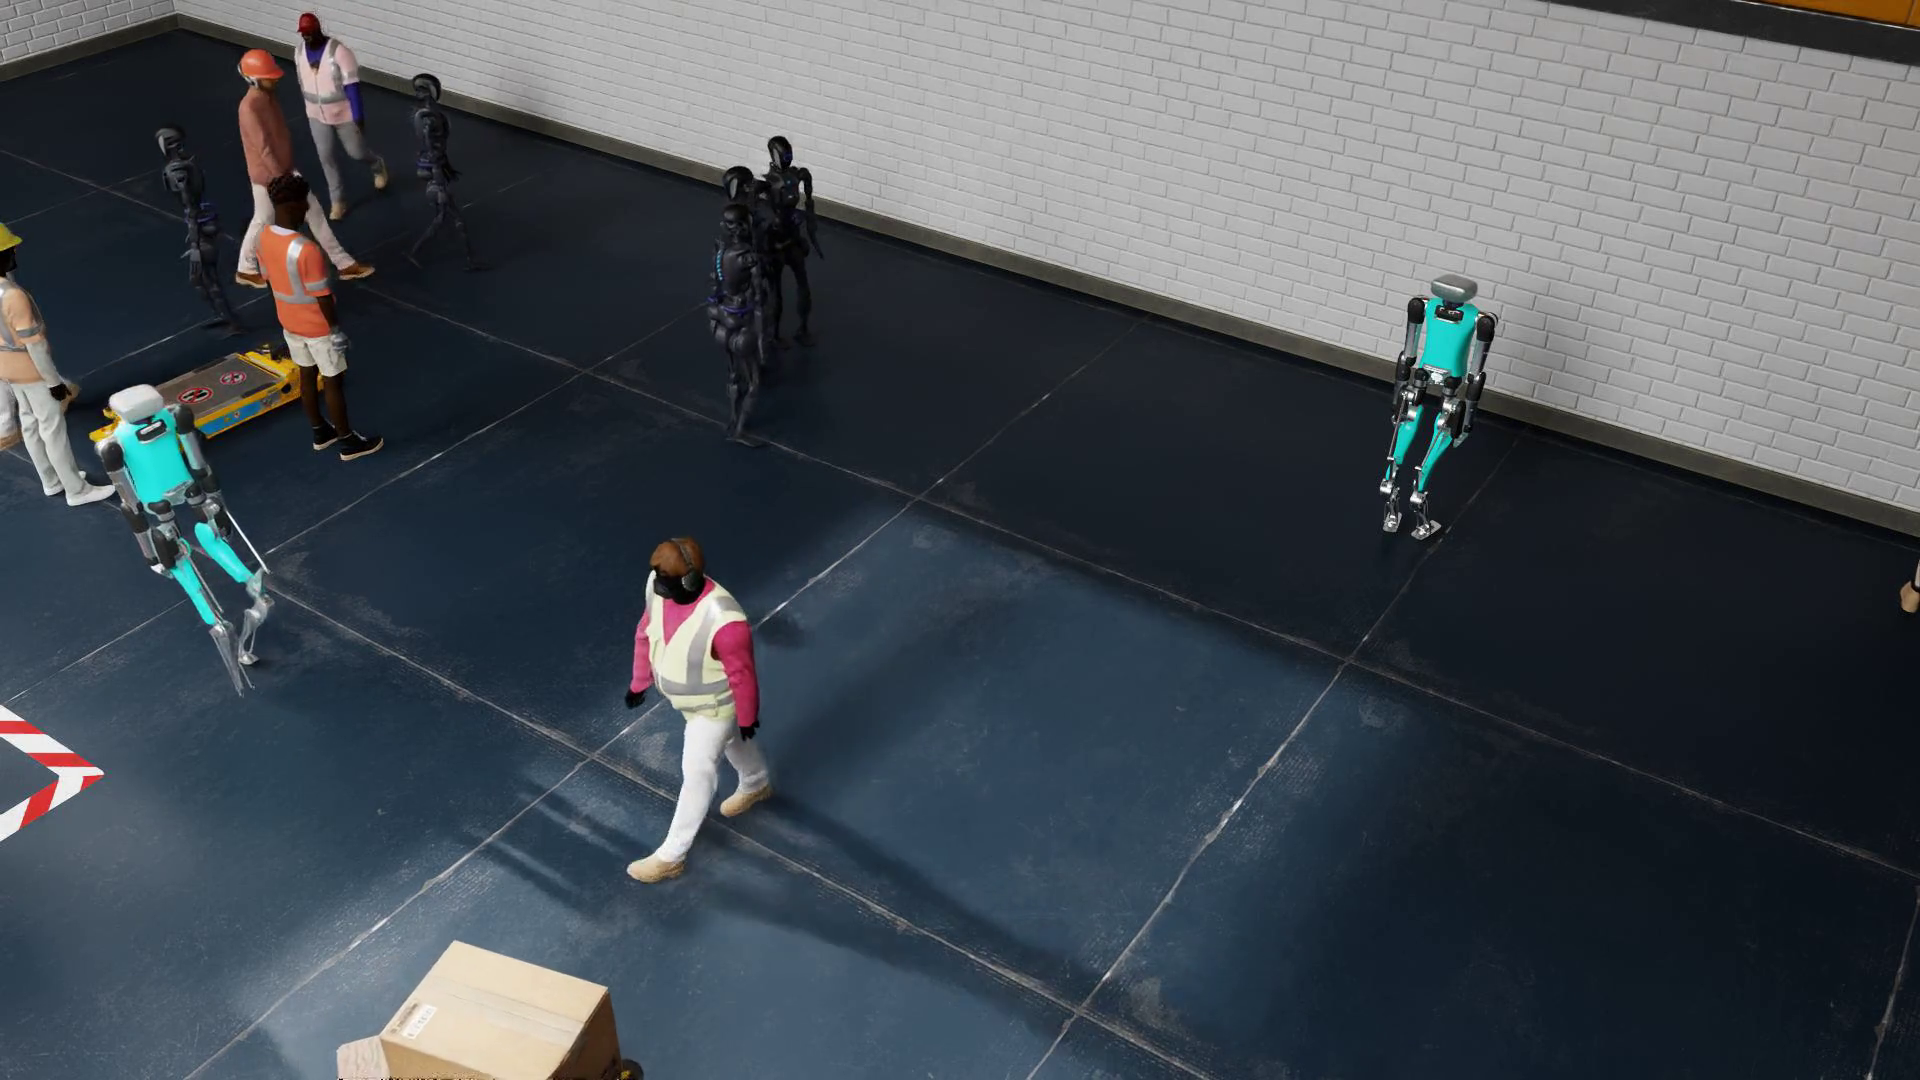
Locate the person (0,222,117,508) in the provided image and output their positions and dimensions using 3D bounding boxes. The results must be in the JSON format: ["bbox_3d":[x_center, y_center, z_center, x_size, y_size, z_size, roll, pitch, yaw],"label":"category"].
[{"bbox_3d":[-5.807,-1.096,10.384,0.587,1.927,0.381,23,41,29],"label":"person"}]

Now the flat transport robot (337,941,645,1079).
[{"bbox_3d":[-1.914,2.556,6.611,1.431,0.231,0.659,-12,37,-16],"label":"flat transport robot"}]

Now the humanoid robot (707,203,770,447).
[{"bbox_3d":[-1.516,-1.429,11.085,0.474,1.644,0.614,-26,43,-32],"label":"humanoid robot"}]

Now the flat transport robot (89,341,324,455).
[{"bbox_3d":[-5.249,-0.952,11.624,0.659,0.231,1.431,24,41,30],"label":"flat transport robot"}]

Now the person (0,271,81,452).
[{"bbox_3d":[-6.447,-1.495,11.081,0.799,1.837,0.635,-29,44,-35],"label":"person"}]

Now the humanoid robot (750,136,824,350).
[{"bbox_3d":[-1.275,-2.152,12.111,0.584,1.643,0.420,-25,42,-31],"label":"humanoid robot"}]

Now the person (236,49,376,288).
[{"bbox_3d":[-5.318,-2.854,12.900,1.064,1.933,0.590,1,35,2],"label":"person"}]

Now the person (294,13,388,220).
[{"bbox_3d":[-5.329,-3.677,14.244,0.591,1.732,0.715,2,35,4],"label":"person"}]

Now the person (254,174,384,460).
[{"bbox_3d":[-4.224,-1.442,10.852,0.605,1.958,0.394,23,41,29],"label":"person"}]

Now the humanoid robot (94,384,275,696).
[{"bbox_3d":[-4.040,0.089,8.960,0.724,1.899,0.541,21,40,27],"label":"humanoid robot"}]

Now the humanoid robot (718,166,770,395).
[{"bbox_3d":[-1.550,-1.833,11.655,0.371,1.646,0.588,-22,41,-28],"label":"humanoid robot"}]

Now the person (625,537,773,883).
[{"bbox_3d":[-1.282,0.761,7.841,0.971,1.800,0.627,-25,42,-31],"label":"person"}]

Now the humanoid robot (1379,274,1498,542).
[{"bbox_3d":[2.745,-0.713,9.890,0.533,1.672,0.735,21,40,27],"label":"humanoid robot"}]

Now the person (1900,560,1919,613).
[{"bbox_3d":[5.766,-0.364,9.371,0.474,1.892,0.397,23,41,29],"label":"person"}]

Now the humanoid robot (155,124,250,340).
[{"bbox_3d":[-5.624,-2.245,12.244,0.362,1.655,0.611,-13,37,-18],"label":"humanoid robot"}]

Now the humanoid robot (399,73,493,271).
[{"bbox_3d":[-4.210,-2.890,13.215,0.729,1.652,0.601,-6,35,-9],"label":"humanoid robot"}]
